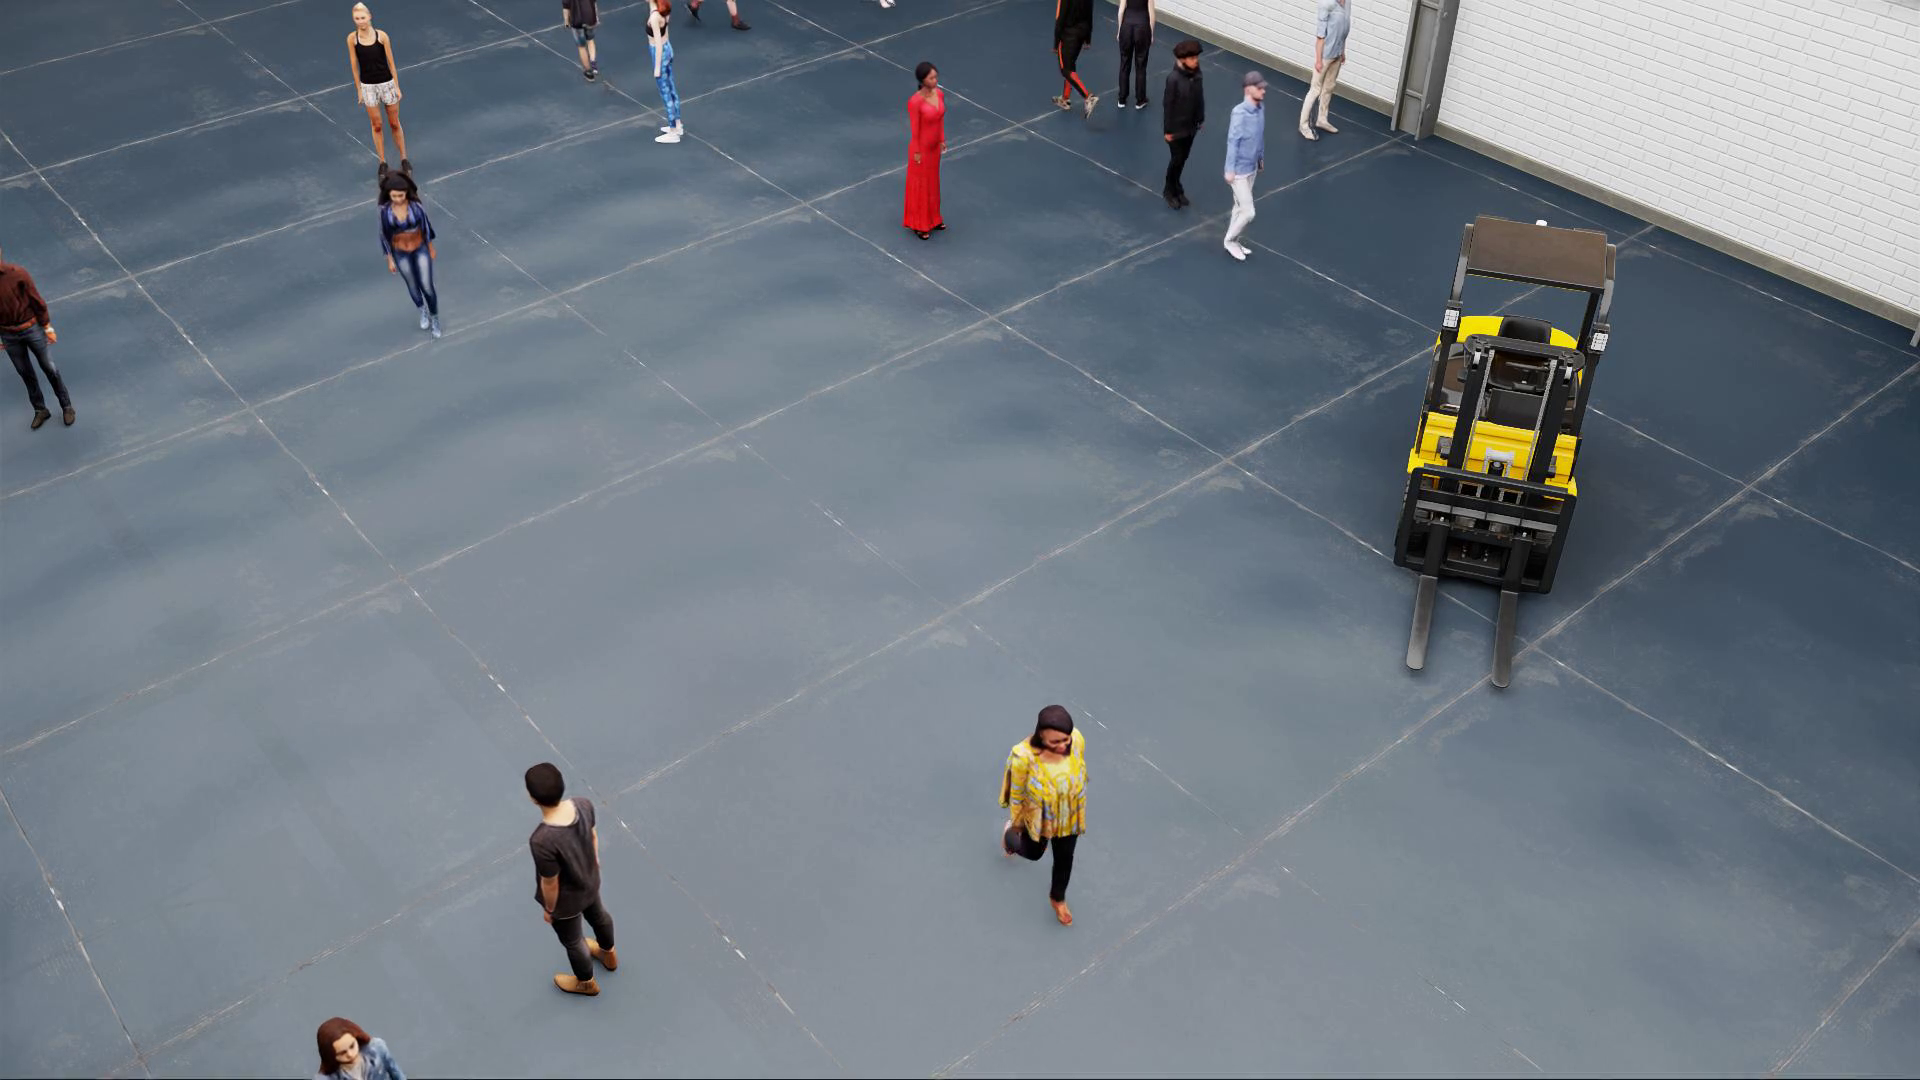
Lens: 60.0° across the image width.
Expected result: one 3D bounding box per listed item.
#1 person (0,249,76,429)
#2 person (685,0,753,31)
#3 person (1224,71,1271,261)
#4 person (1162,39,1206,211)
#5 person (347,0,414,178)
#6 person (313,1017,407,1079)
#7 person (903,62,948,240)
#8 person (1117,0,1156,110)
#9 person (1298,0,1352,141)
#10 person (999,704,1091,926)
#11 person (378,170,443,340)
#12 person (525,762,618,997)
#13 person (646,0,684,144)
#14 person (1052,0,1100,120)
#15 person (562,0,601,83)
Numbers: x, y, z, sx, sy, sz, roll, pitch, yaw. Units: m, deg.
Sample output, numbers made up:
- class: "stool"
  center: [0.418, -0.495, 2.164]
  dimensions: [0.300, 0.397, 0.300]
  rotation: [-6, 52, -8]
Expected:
- class: "person"
  center: [-7.789, -1.740, 13.800]
  dimensions: [0.723, 1.780, 0.694]
  rotation: [-8, 39, -9]
- class: "person"
  center: [-3.085, -7.183, 20.686]
  dimensions: [1.204, 1.691, 1.055]
  rotation: [8, 39, 10]
- class: "person"
  center: [2.680, -3.647, 16.107]
  dimensions: [0.721, 1.880, 0.739]
  rotation: [25, 45, 28]
- class: "person"
  center: [2.205, -4.279, 16.986]
  dimensions: [0.627, 1.771, 0.551]
  rotation: [-26, 45, -29]
- class: "person"
  center: [-6.150, -4.789, 17.565]
  dimensions: [0.672, 1.846, 0.658]
  rotation: [-11, 40, -14]
- class: "person"
  center: [-2.973, 2.839, 8.327]
  dimensions: [0.991, 1.454, 0.698]
  rotation: [27, 46, 29]
- class: "person"
  center: [-0.337, -3.864, 16.460]
  dimensions: [0.632, 1.789, 0.651]
  rotation: [28, 46, 30]
- class: "person"
  center: [1.985, -5.769, 18.875]
  dimensions: [0.617, 1.743, 0.716]
  rotation: [11, 40, 13]
- class: "person"
  center: [4.052, -5.364, 18.277]
  dimensions: [0.643, 1.856, 0.550]
  rotation: [-28, 46, -31]
- class: "person"
  center: [0.481, 1.540, 9.812]
  dimensions: [0.828, 1.631, 1.026]
  rotation: [-17, 42, -20]
- class: "person"
  center: [-4.972, -2.622, 15.043]
  dimensions: [0.759, 1.607, 0.810]
  rotation: [-7, 39, -8]
- class: "person"
  center: [-2.174, 1.902, 9.293]
  dimensions: [0.670, 1.713, 0.696]
  rotation: [18, 42, 21]
- class: "person"
  center: [-3.243, -5.216, 18.156]
  dimensions: [0.739, 1.786, 0.684]
  rotation: [6, 39, 7]
- class: "person"
  center: [1.328, -5.603, 18.638]
  dimensions: [0.627, 1.779, 1.024]
  rotation: [-27, 46, -30]
- class: "person"
  center: [-4.417, -6.087, 19.515]
  dimensions: [0.582, 1.440, 0.590]
  rotation: [-20, 43, -23]
